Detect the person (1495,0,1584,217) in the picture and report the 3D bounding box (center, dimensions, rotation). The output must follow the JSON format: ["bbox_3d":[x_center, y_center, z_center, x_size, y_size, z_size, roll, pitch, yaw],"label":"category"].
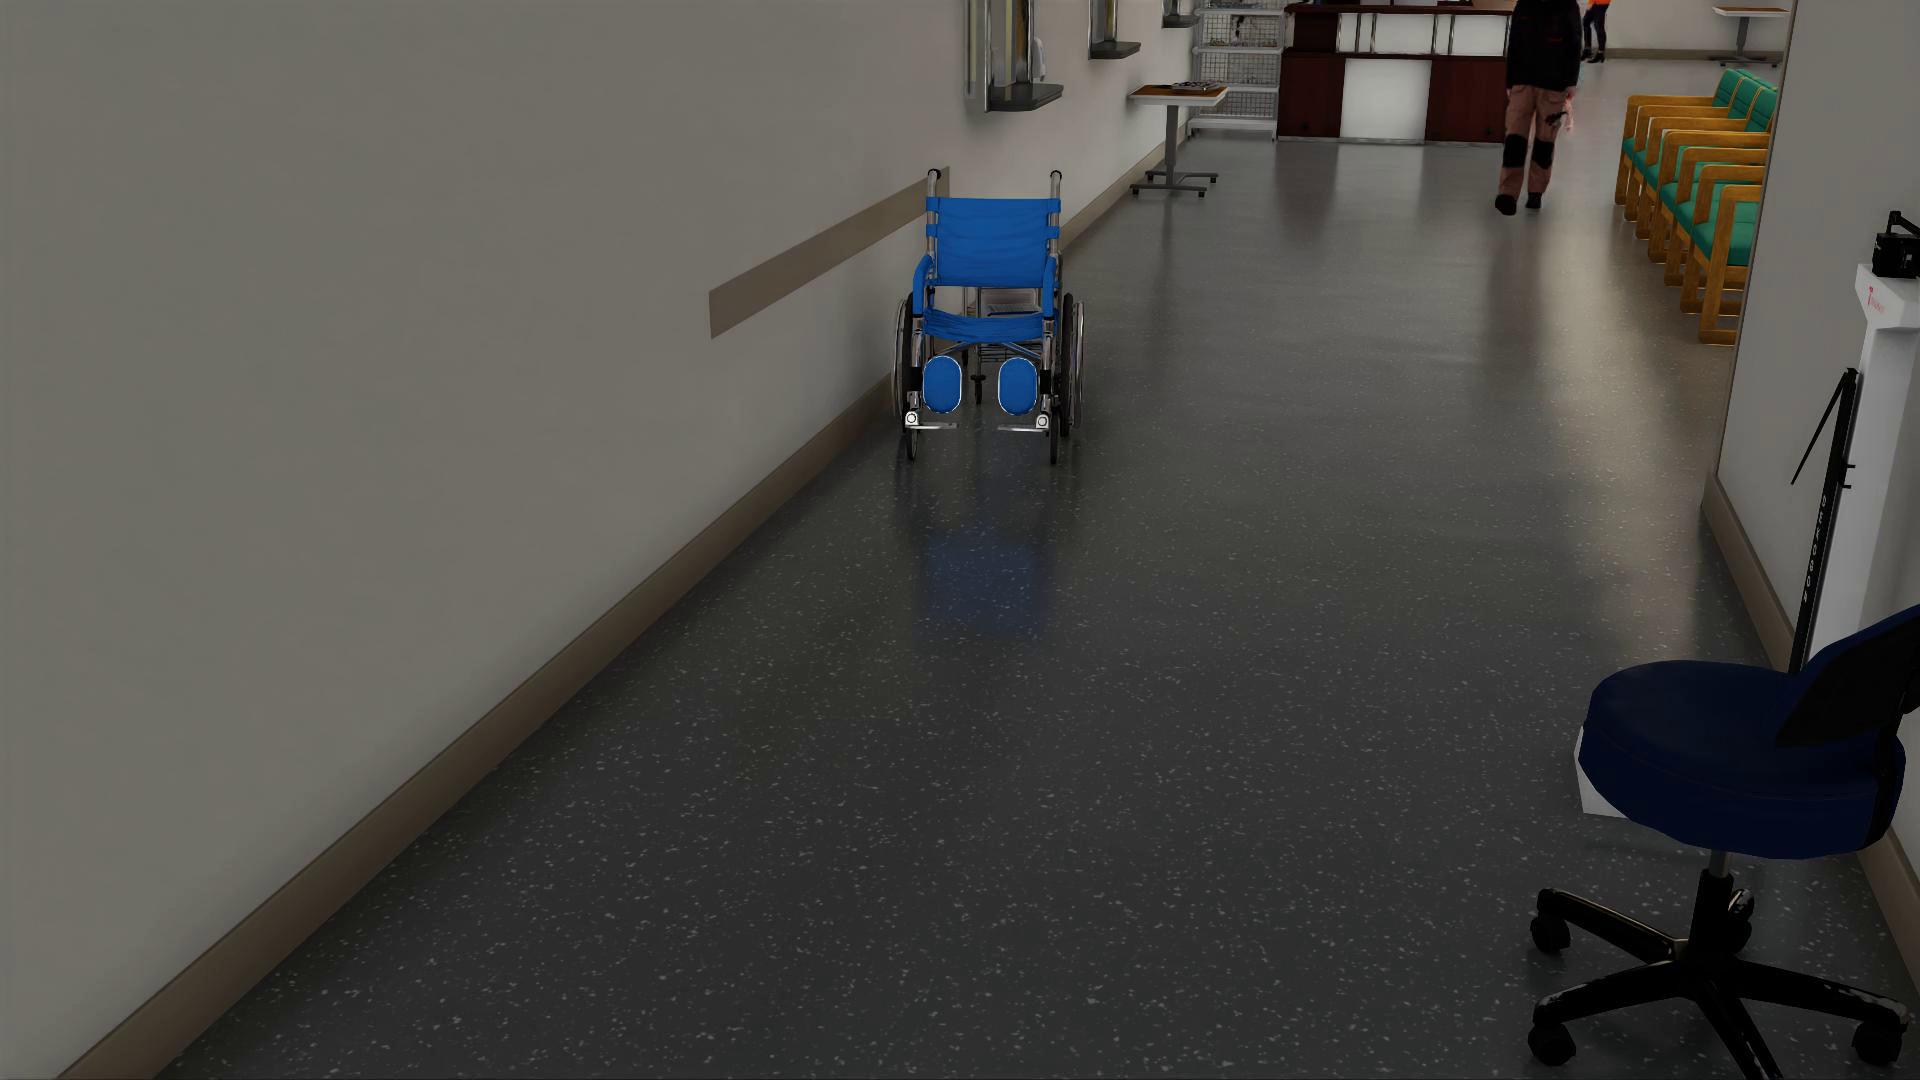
[{"bbox_3d":[4.443,-3.424,12.692,1.193,1.872,0.927,10,23,24],"label":"person"}]

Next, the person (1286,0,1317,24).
[{"bbox_3d":[6.810,-10.891,32.668,1.075,1.687,0.744,11,23,27],"label":"person"}]

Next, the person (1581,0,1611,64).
[{"bbox_3d":[9.883,-8.191,25.472,0.628,1.734,0.612,5,21,12],"label":"person"}]
